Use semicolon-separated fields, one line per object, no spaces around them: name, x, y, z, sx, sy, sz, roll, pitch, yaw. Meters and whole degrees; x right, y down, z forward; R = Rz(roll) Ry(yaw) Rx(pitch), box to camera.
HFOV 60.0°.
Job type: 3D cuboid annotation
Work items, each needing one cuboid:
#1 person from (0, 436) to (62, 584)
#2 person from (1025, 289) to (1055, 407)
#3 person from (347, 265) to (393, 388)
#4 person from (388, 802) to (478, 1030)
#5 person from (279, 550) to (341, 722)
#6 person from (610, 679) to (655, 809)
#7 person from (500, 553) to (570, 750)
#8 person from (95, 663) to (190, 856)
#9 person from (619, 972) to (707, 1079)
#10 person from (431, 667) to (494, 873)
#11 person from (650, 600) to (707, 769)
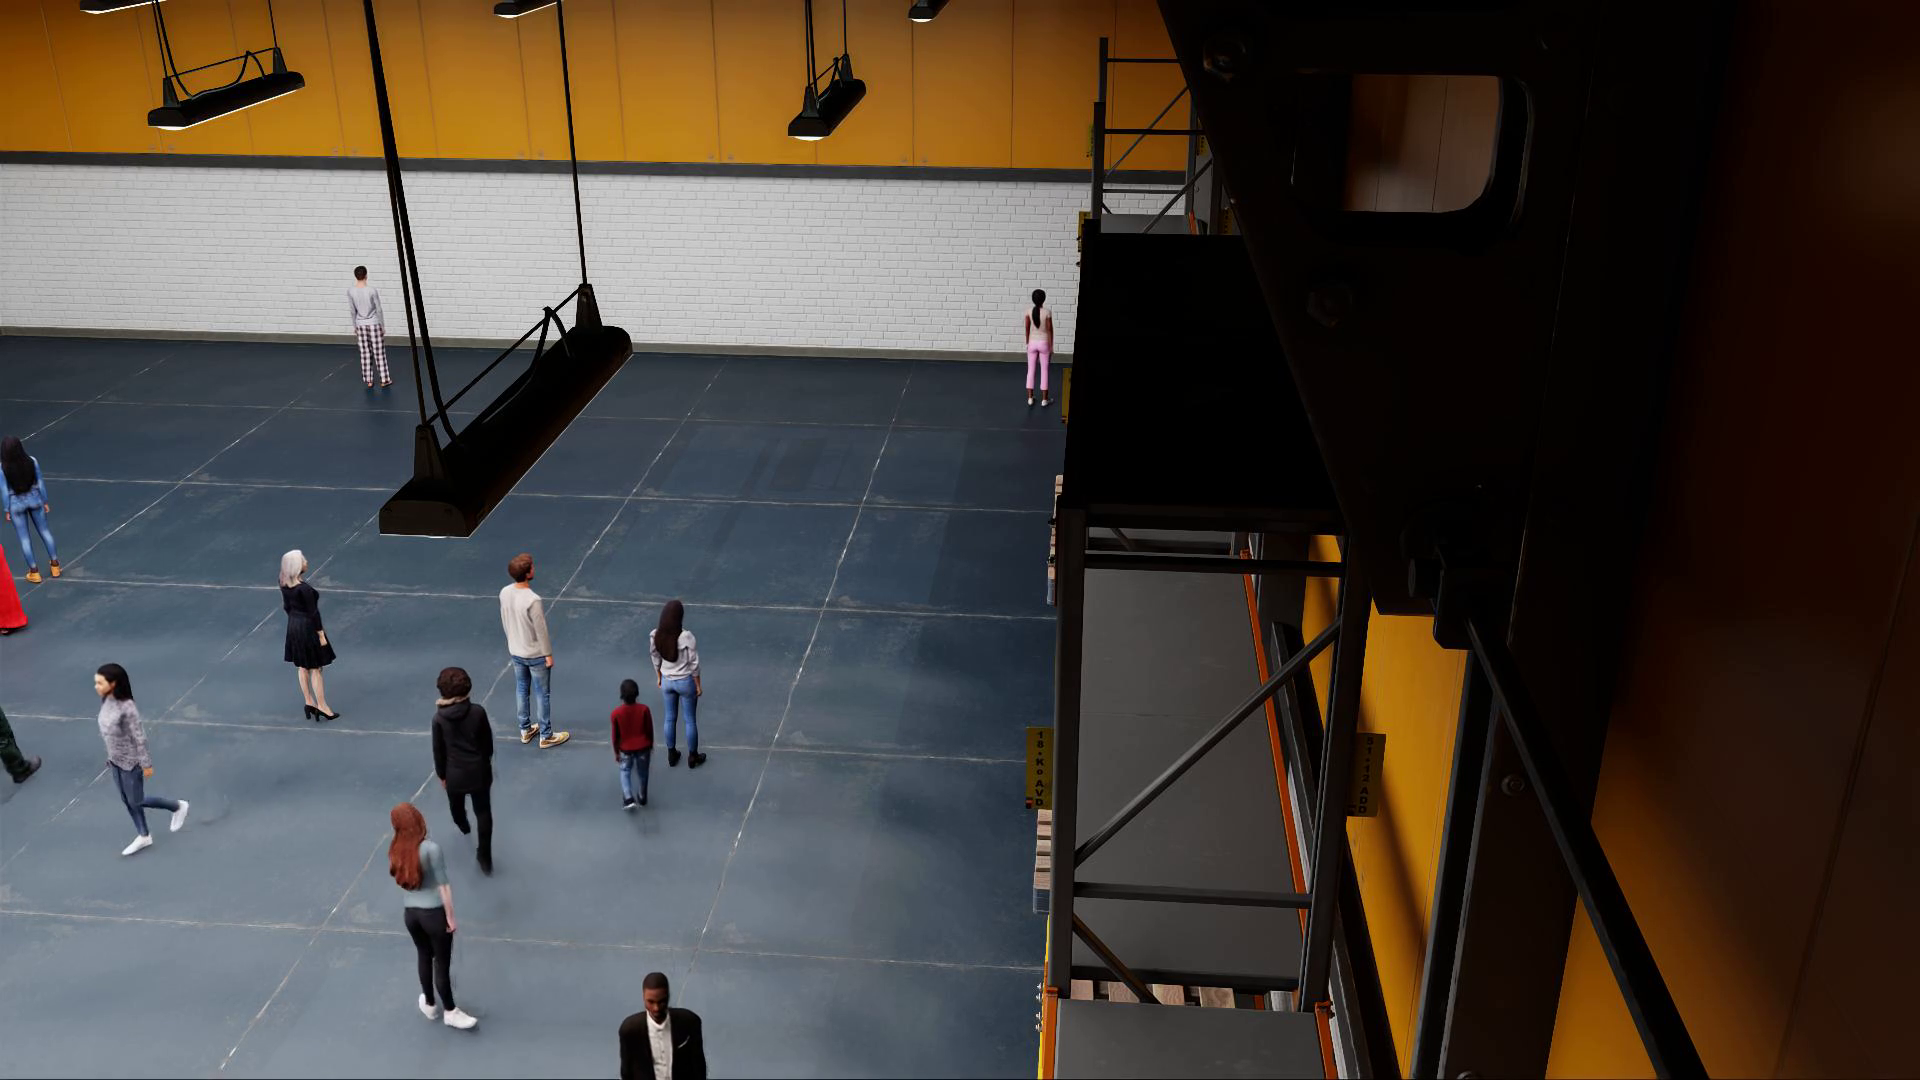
person;-10.491;-0.361;18.693;0.747;1.712;0.666;21;31;40
person;1.154;-2.824;24.294;0.634;1.740;0.603;9;25;20
person;-8.914;-3.222;25.070;0.644;1.847;0.563;-1;24;-1
person;-3.724;2.678;11.734;0.793;1.718;0.664;15;28;31
person;-6.191;0.896;15.775;0.697;1.746;0.714;15;28;30
person;-2.803;1.791;14.351;0.597;1.248;0.655;-6;24;-14
person;-3.964;1.016;15.305;0.757;1.903;0.731;13;27;28
person;-6.823;1.779;13.790;0.834;1.718;0.928;17;29;33
person;-1.780;3.363;10.061;0.765;1.803;0.801;-6;24;-13
person;-3.978;1.905;13.487;0.946;1.730;1.180;-9;25;-20
person;-2.543;1.296;15.000;0.640;1.634;0.571;7;24;15
